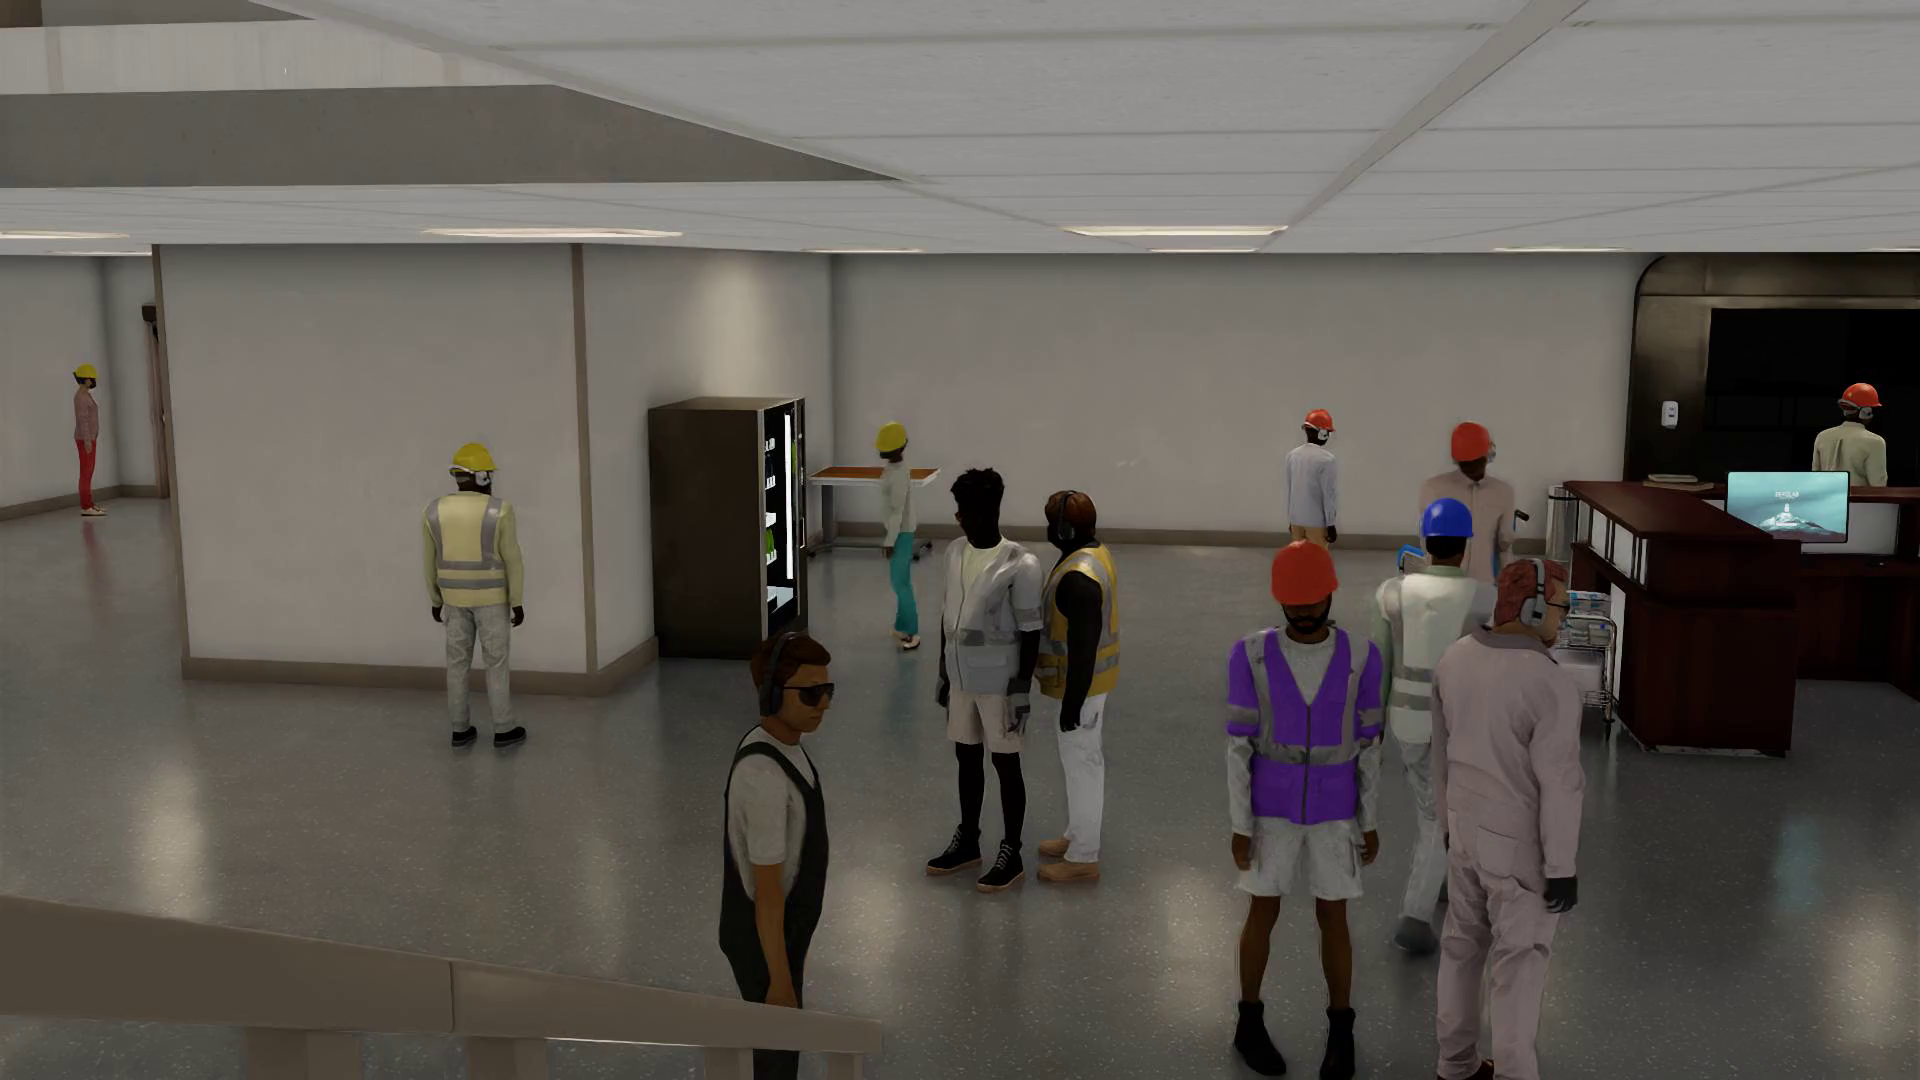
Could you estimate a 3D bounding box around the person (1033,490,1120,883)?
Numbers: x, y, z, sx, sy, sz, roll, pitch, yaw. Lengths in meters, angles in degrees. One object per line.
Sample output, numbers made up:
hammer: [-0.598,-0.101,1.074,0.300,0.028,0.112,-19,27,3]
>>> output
person: [0.528,0.679,7.786,0.430,1.840,0.621,1,9,8]

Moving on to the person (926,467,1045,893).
person: [0.106,0.635,7.674,0.380,1.959,0.600,-9,13,-44]

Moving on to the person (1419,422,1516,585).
person: [3.041,0.261,9.969,0.621,1.959,0.499,-1,9,-5]

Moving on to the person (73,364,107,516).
person: [-10.139,-1.165,19.380,0.326,1.765,0.533,-4,10,-23]

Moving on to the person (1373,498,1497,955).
person: [2.062,0.767,7.113,0.634,1.887,1.049,6,11,32]

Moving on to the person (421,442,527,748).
person: [-2.887,0.332,9.948,0.601,1.827,0.403,1,9,7]

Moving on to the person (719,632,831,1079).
person: [-0.508,1.167,4.749,0.348,1.842,0.506,-1,9,-4]

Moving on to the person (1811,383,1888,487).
person: [6.814,-0.206,12.752,0.381,1.993,0.622,-4,10,-23]

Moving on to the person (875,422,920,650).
person: [-0.493,-0.051,12.655,0.323,1.722,0.642,-1,9,-5]

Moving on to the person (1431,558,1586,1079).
person: [1.859,1.003,5.594,0.400,1.902,0.643,-3,10,-20]

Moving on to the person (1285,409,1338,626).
person: [2.847,-0.181,13.370,0.352,1.743,0.564,-5,10,-26]

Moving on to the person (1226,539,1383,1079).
person: [1.212,0.943,5.873,0.545,1.933,0.385,1,9,6]
